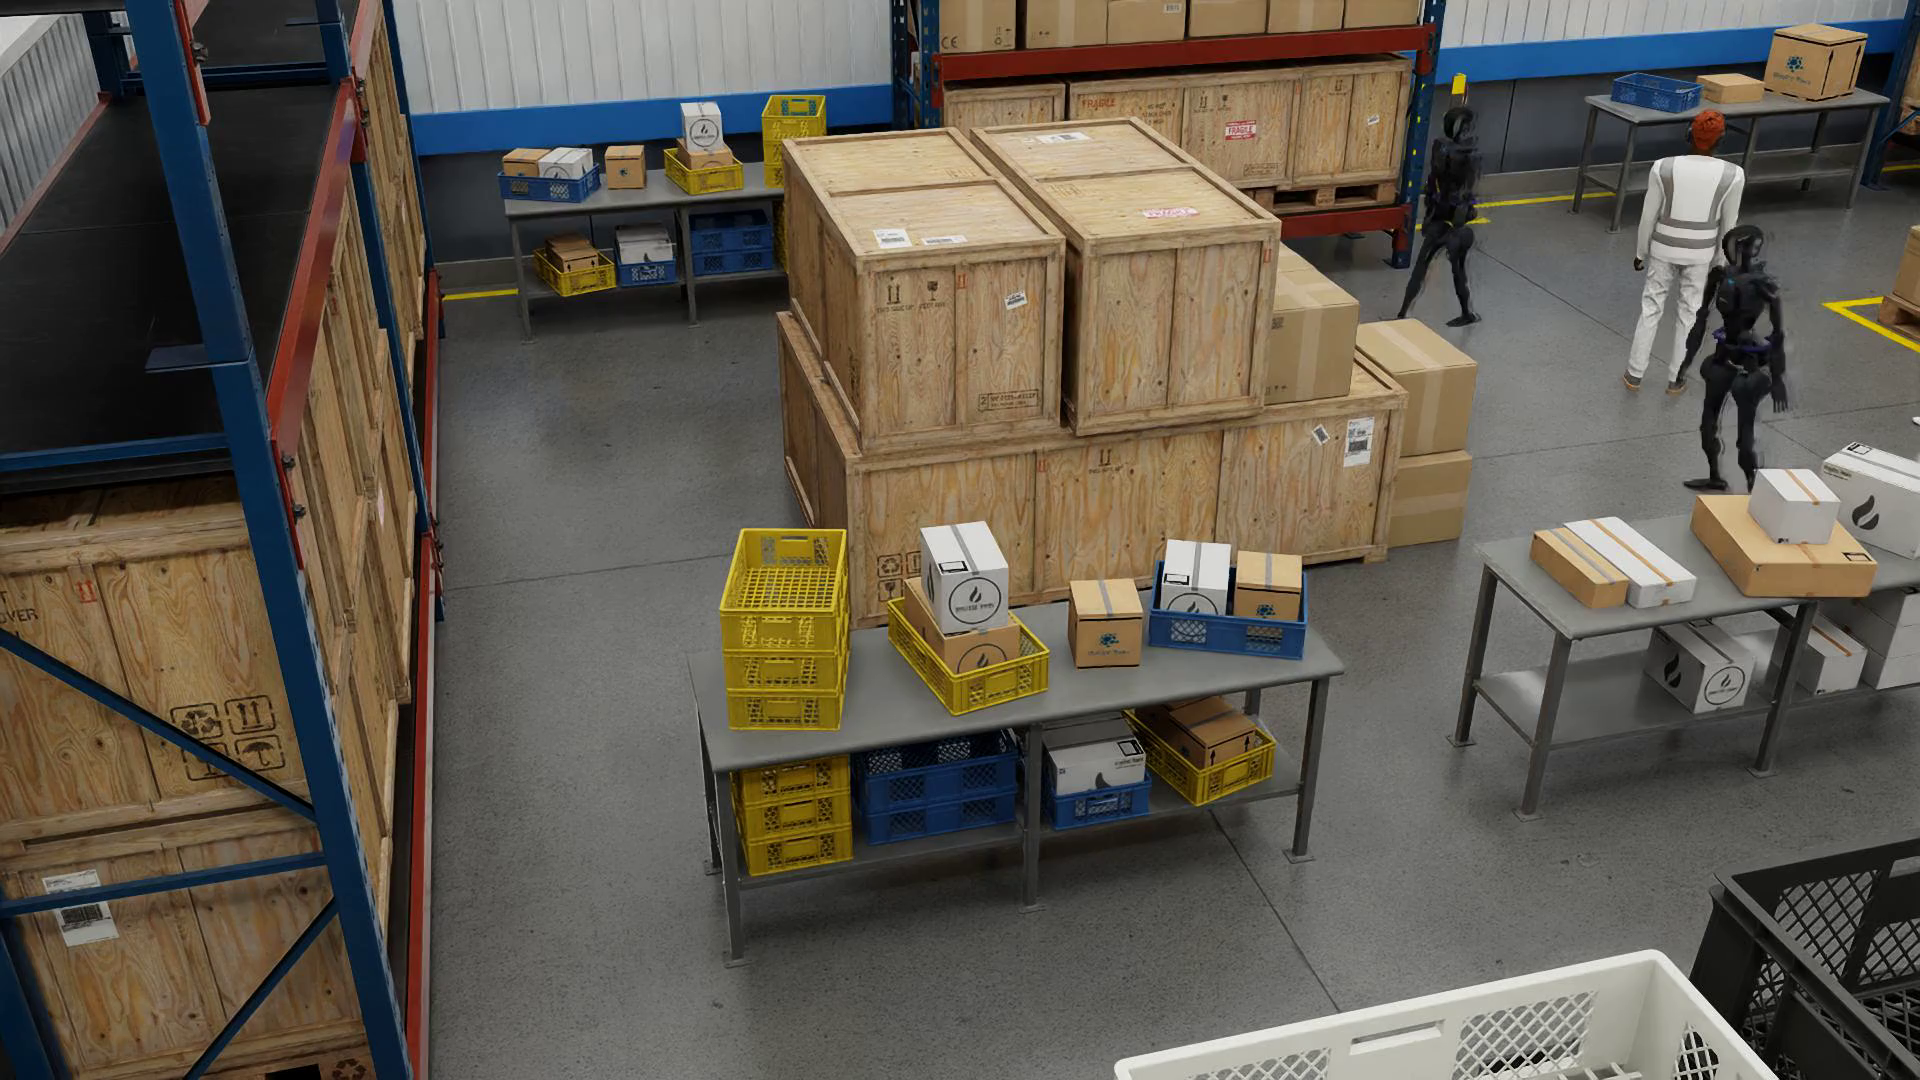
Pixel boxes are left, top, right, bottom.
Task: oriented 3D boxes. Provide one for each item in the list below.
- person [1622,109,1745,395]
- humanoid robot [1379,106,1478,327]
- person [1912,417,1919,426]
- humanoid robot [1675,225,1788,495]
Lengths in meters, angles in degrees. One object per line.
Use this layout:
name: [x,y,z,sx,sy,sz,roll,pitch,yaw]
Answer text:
person: [4.686,-1.853,10.808,0.573,1.882,0.356,11,31,19]
humanoid robot: [3.457,-2.260,11.816,0.788,1.627,0.615,-12,31,-21]
person: [6.257,-1.470,10.071,0.379,1.923,0.587,7,30,12]
humanoid robot: [4.434,-0.992,9.471,0.430,1.622,0.634,-12,31,-20]
